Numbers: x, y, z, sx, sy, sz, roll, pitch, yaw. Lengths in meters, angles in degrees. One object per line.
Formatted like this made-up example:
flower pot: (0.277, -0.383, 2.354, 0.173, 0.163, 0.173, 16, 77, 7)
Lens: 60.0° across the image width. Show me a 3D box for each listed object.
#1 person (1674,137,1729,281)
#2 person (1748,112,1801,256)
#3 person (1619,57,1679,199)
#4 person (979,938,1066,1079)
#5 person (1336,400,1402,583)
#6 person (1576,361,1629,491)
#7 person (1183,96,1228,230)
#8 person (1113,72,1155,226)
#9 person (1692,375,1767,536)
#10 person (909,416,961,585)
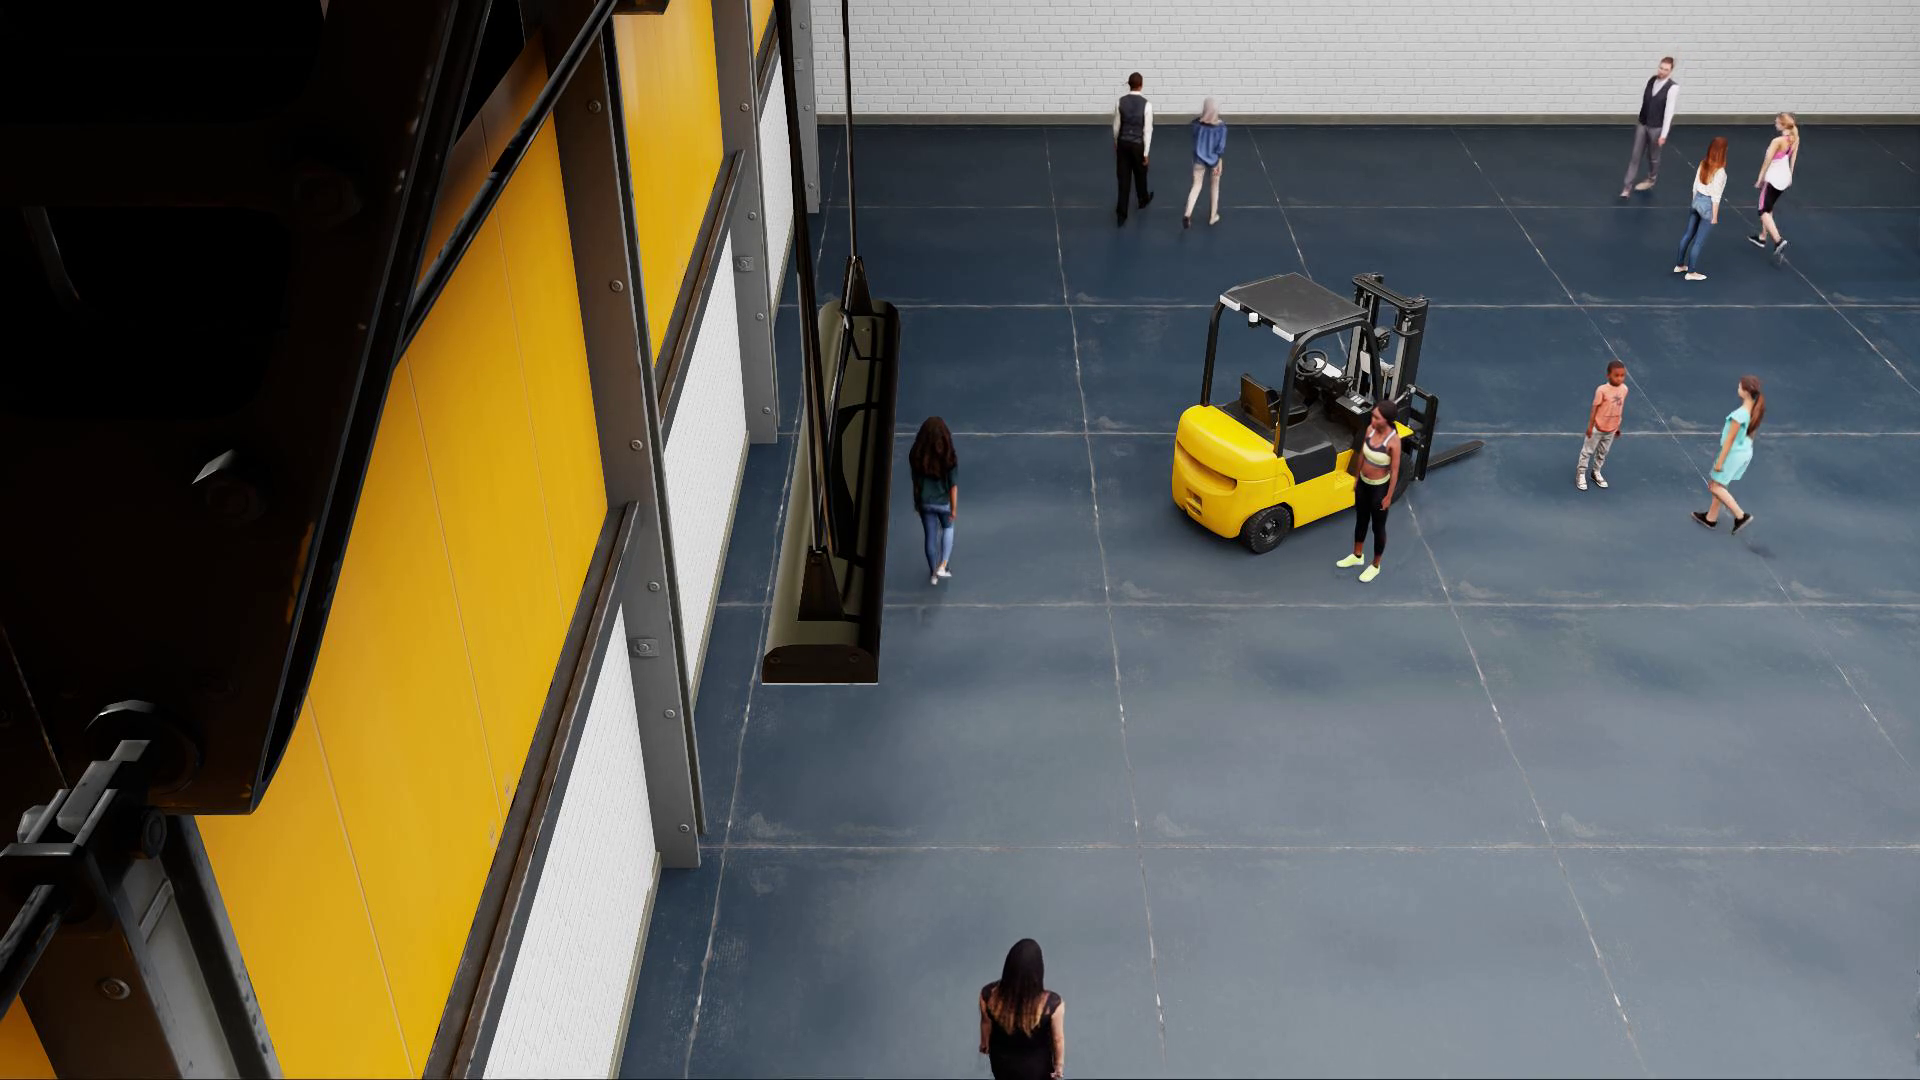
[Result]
person: (8.845, -3.957, 19.788, 0.682, 1.728, 0.520, -8, 34, -11)
person: (9.982, -4.314, 20.302, 0.892, 1.755, 1.067, -11, 35, -16)
person: (9.138, -5.454, 21.897, 1.225, 1.888, 1.224, -21, 39, -29)
person: (0.335, 2.980, 9.375, 0.732, 1.704, 0.814, 7, 34, 10)
person: (3.622, -0.449, 14.489, 0.699, 1.753, 0.600, -20, 38, -27)
person: (6.150, -1.118, 15.894, 0.515, 1.310, 0.505, -4, 34, -7)
person: (3.070, -4.727, 20.990, 0.867, 1.681, 1.075, 16, 37, 22)
person: (2.150, -4.939, 21.126, 0.987, 1.883, 1.222, 14, 36, 20)
person: (7.089, -0.732, 15.106, 0.826, 1.540, 0.939, -22, 39, -29)
person: (-0.226, -0.292, 14.384, 0.605, 1.608, 0.615, 3, 34, 4)
